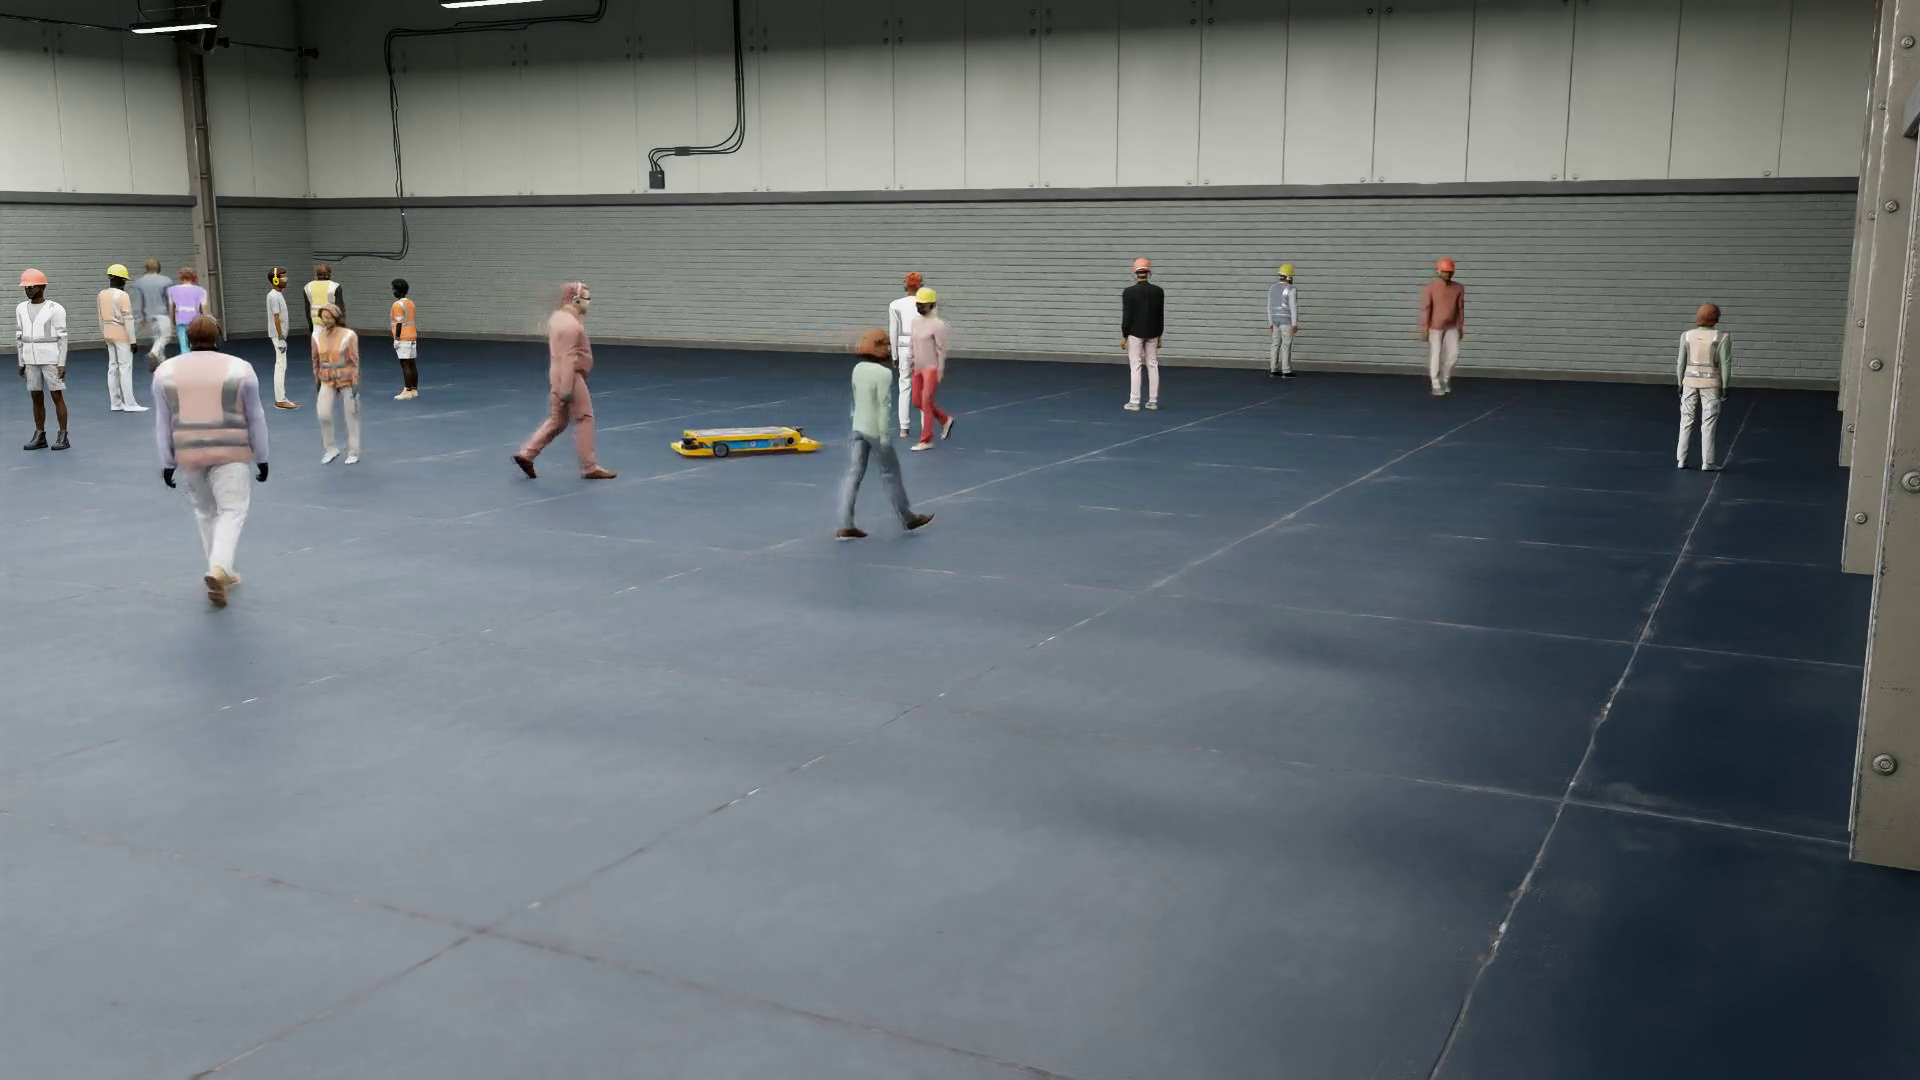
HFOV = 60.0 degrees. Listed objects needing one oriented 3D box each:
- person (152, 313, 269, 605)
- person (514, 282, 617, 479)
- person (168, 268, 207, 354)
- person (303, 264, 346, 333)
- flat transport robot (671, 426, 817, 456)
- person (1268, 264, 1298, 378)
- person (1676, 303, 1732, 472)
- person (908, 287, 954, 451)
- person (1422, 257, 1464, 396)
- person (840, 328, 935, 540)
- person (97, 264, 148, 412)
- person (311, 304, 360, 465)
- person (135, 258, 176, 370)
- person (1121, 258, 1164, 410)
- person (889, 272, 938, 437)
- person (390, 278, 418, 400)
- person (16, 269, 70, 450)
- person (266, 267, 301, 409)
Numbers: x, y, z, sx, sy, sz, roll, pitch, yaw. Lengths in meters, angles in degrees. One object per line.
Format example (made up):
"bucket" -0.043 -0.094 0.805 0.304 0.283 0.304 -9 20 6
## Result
"person" -4.712 -0.514 10.476 0.639 1.819 0.852 -1 10 -7
"person" -3.743 -1.474 15.577 0.865 1.872 0.677 -4 11 -23
"person" -12.217 -3.416 26.377 0.565 1.799 1.003 -4 11 -21
"person" -9.964 -3.409 26.177 0.624 1.845 0.430 1 10 5
"flat transport robot" -2.294 -1.056 17.634 1.431 0.197 0.652 -4 11 -21
"person" 5.234 -3.526 26.842 0.403 1.830 0.600 -7 12 -33
"person" 7.257 -1.486 16.247 0.305 1.637 0.522 -9 14 -41
"person" -0.303 -1.844 17.877 0.599 1.748 0.538 -8 13 -38
"person" 6.920 -3.047 23.817 0.655 1.977 0.435 -1 10 -7
"person" -0.590 -0.810 12.664 0.825 1.585 0.523 -8 13 -38
"person" -10.940 -2.622 21.680 0.585 1.918 0.382 6 12 28
"person" -6.222 -1.546 16.634 0.522 1.615 0.486 1 10 3
"person" -13.546 -3.778 27.985 0.635 1.920 0.784 1 10 7
"person" 2.393 -2.704 21.922 0.612 1.991 0.392 -4 11 -21
"person" -0.514 -2.110 18.977 0.575 1.884 0.355 2 11 9
"person" -7.797 -2.814 23.322 0.318 1.699 0.534 0 10 2
"person" -9.841 -1.926 17.825 0.544 1.939 0.355 1 10 3
"person" -9.027 -2.682 22.134 0.328 1.872 0.510 -5 11 -23
